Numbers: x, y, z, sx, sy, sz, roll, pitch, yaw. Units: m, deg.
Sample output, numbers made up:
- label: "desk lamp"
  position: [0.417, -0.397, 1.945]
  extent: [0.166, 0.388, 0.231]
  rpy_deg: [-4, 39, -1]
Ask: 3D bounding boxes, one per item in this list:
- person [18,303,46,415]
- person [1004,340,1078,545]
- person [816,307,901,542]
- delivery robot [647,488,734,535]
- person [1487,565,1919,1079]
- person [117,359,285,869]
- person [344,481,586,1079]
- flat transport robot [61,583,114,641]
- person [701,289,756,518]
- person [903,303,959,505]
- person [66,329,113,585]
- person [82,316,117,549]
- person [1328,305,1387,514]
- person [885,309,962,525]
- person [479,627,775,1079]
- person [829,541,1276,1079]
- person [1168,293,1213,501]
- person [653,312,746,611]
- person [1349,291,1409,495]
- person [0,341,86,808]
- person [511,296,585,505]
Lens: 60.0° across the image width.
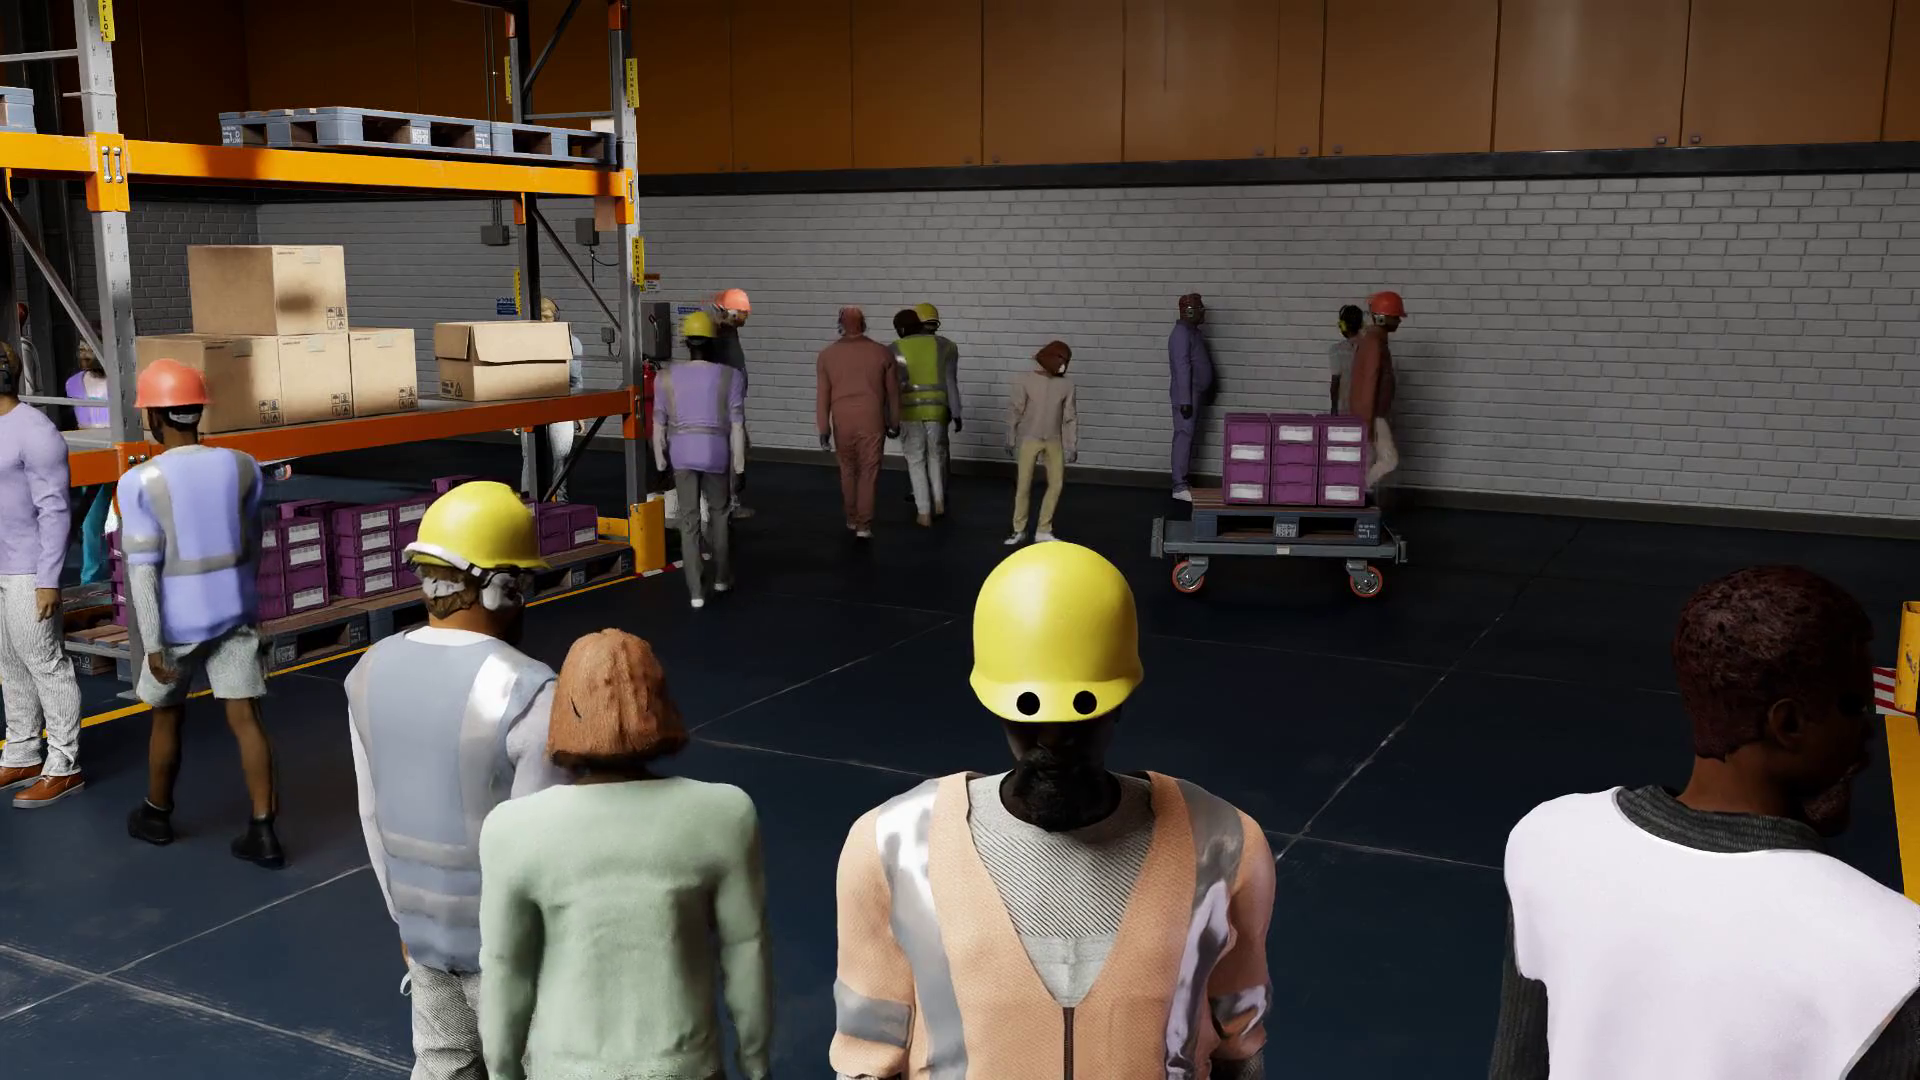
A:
- label: "person"
  position: [-7.672, -0.996, 13.600]
  extent: [0.354, 1.883, 0.576]
  rpy_deg: [-6, 12, -33]
- label: "person"
  position: [0.626, -0.745, 12.947]
  extent: [0.569, 1.611, 0.406]
  rpy_deg: [-2, 10, -14]
- label: "person"
  position: [-0.807, -0.929, 13.319]
  extent: [0.646, 1.859, 0.977]
  rpy_deg: [1, 10, 4]
- label: "delivery robot"
  position: [-2.095, -0.241, 12.795]
  extent: [0.707, 0.478, 0.477]
  rpy_deg: [5, 11, 26]
- label: "person"
  position: [0.902, 0.979, 2.069]
  extent: [0.396, 1.917, 0.588]
  rpy_deg: [-6, 11, -30]
- label: "person"
  position: [-2.879, 0.270, 6.253]
  extent: [0.859, 1.899, 0.551]
  rpy_deg: [9, 13, 42]
- label: "person"
  position: [-0.959, 0.788, 3.434]
  extent: [0.586, 1.827, 0.404]
  rpy_deg: [6, 11, 30]
- label: "flat transport robot"
  position: [-5.160, 0.400, 10.178]
  extent: [0.652, 0.197, 1.431]
  rpy_deg: [5, 11, 27]
- label: "person"
  position: [-1.965, -1.163, 14.288]
  extent: [0.435, 1.973, 0.645]
  rpy_deg: [-3, 10, -17]
- label: "person"
  position: [-0.299, -1.225, 15.067]
  extent: [0.590, 1.833, 0.403]
  rpy_deg: [-7, 12, -35]
- label: "person"
  position: [-5.625, -0.520, 11.133]
  extent: [0.575, 1.796, 1.003]
  rpy_deg: [2, 10, 10]
- label: "person"
  position: [-6.514, -0.865, 13.049]
  extent: [0.632, 1.818, 0.837]
  rpy_deg: [5, 11, 25]
- label: "person"
  position: [3.416, -1.093, 14.300]
  extent: [0.511, 1.843, 0.720]
  rpy_deg: [-3, 10, -18]
- label: "person"
  position: [-0.352, -1.033, 14.033]
  extent: [0.698, 1.807, 0.557]
  rpy_deg: [-4, 10, -20]
- label: "person"
  position: [-0.602, 0.960, 3.039]
  extent: [0.526, 1.620, 0.460]
  rpy_deg: [-2, 10, -10]
- label: "person"
  position: [0.126, 0.946, 2.227]
  extent: [0.594, 1.924, 0.382]
  rpy_deg: [-1, 10, -3]
- label: "person"
  position: [2.129, -1.320, 15.394]
  extent: [0.409, 1.913, 0.645]
  rpy_deg: [2, 10, 12]
- label: "person"
  position: [-1.682, -0.530, 10.857]
  extent: [0.608, 1.890, 0.898]
  rpy_deg: [-1, 10, -3]
- label: "person"
  position: [3.361, -1.022, 13.483]
  extent: [0.473, 1.967, 0.728]
  rpy_deg: [2, 10, 12]
- label: "person"
  position: [-3.915, 0.135, 6.886]
  extent: [0.627, 1.940, 0.371]
  rpy_deg: [6, 11, 30]
- label: "person"
  position: [-3.378, -1.022, 13.603]
  extent: [0.627, 1.934, 0.370]
  rpy_deg: [-4, 11, -24]
